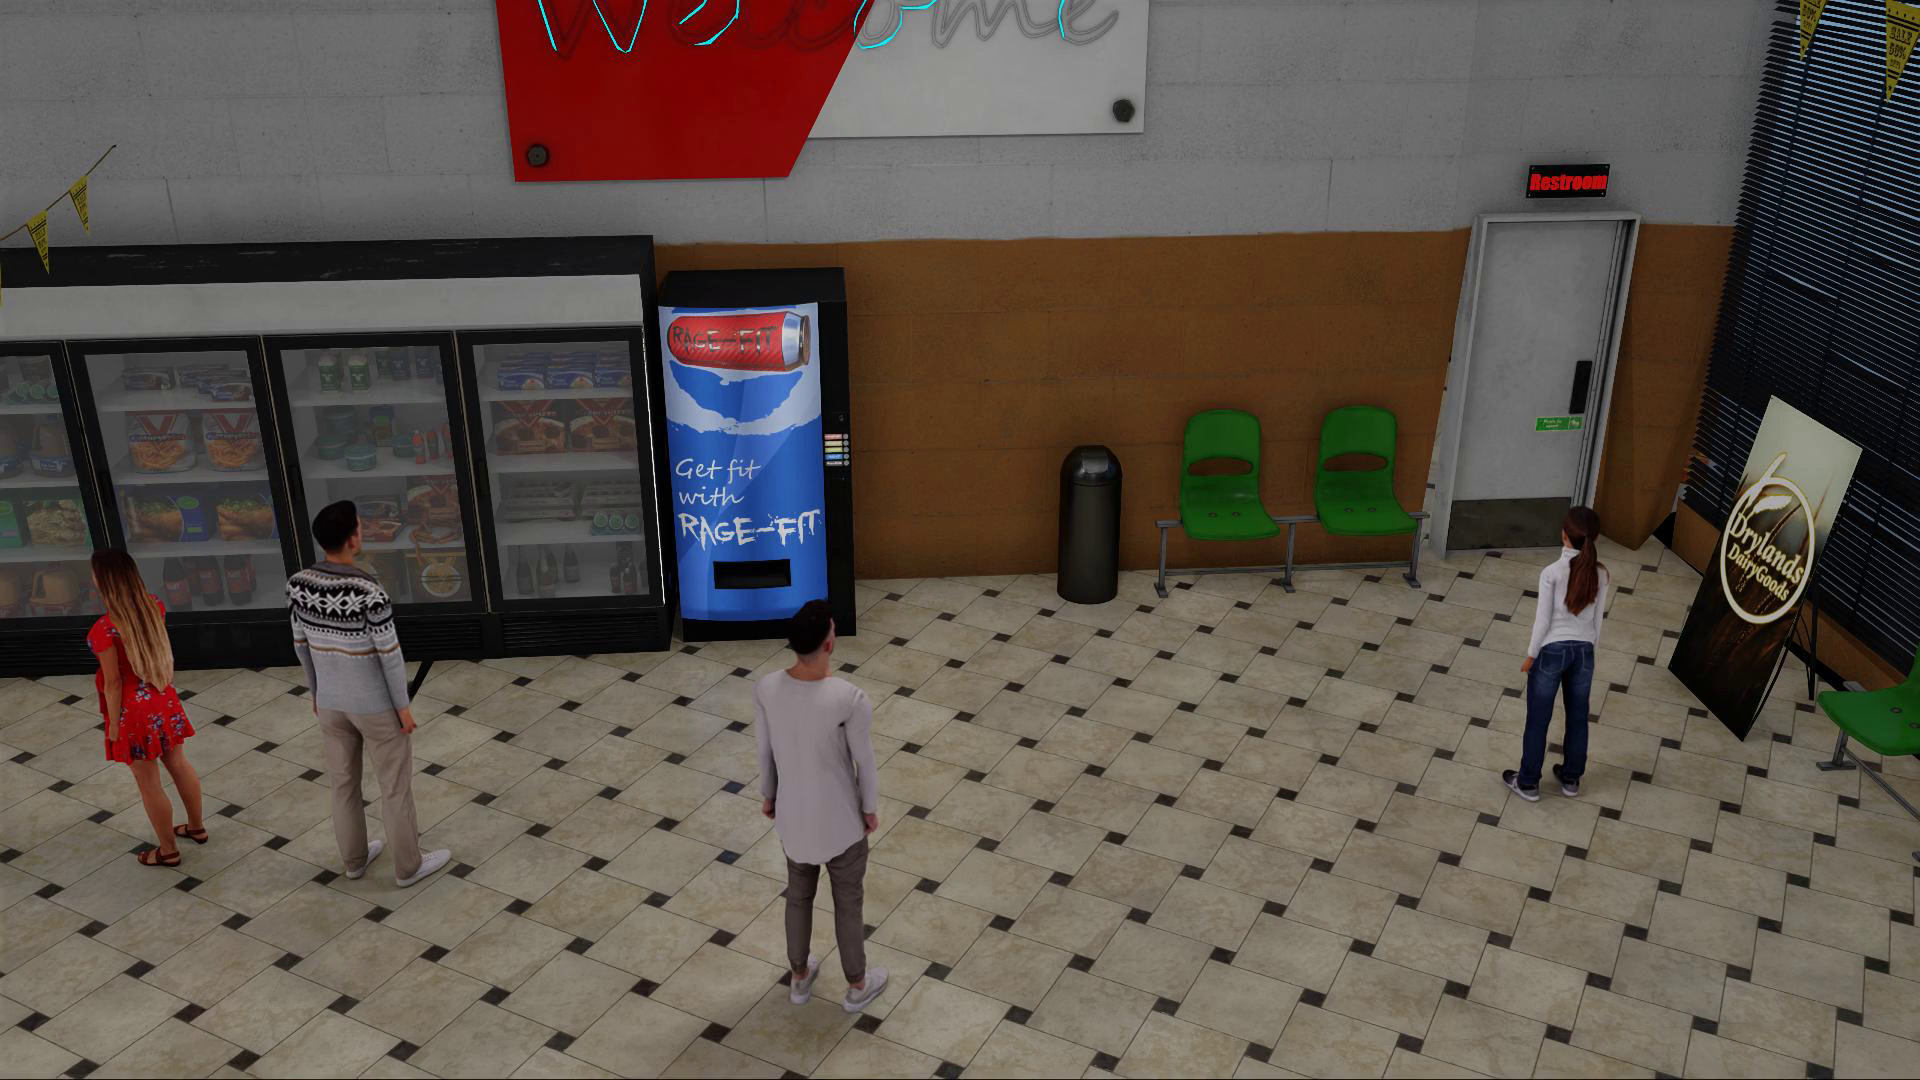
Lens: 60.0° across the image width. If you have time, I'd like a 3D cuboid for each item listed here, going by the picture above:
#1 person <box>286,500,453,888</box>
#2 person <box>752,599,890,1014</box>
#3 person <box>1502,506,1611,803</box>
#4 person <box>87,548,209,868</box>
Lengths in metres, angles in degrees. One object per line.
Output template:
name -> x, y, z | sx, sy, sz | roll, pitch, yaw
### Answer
person -> -2.709, 0.709, 7.489 | 0.754, 1.860, 0.711 | 7, 25, 16
person -> -0.562, 1.074, 6.679 | 0.744, 1.840, 0.720 | 8, 25, 17
person -> 2.974, 0.561, 8.204 | 0.524, 1.557, 0.502 | -3, 24, -6
person -> -3.768, 0.771, 7.680 | 0.711, 1.593, 0.599 | 7, 25, 16
